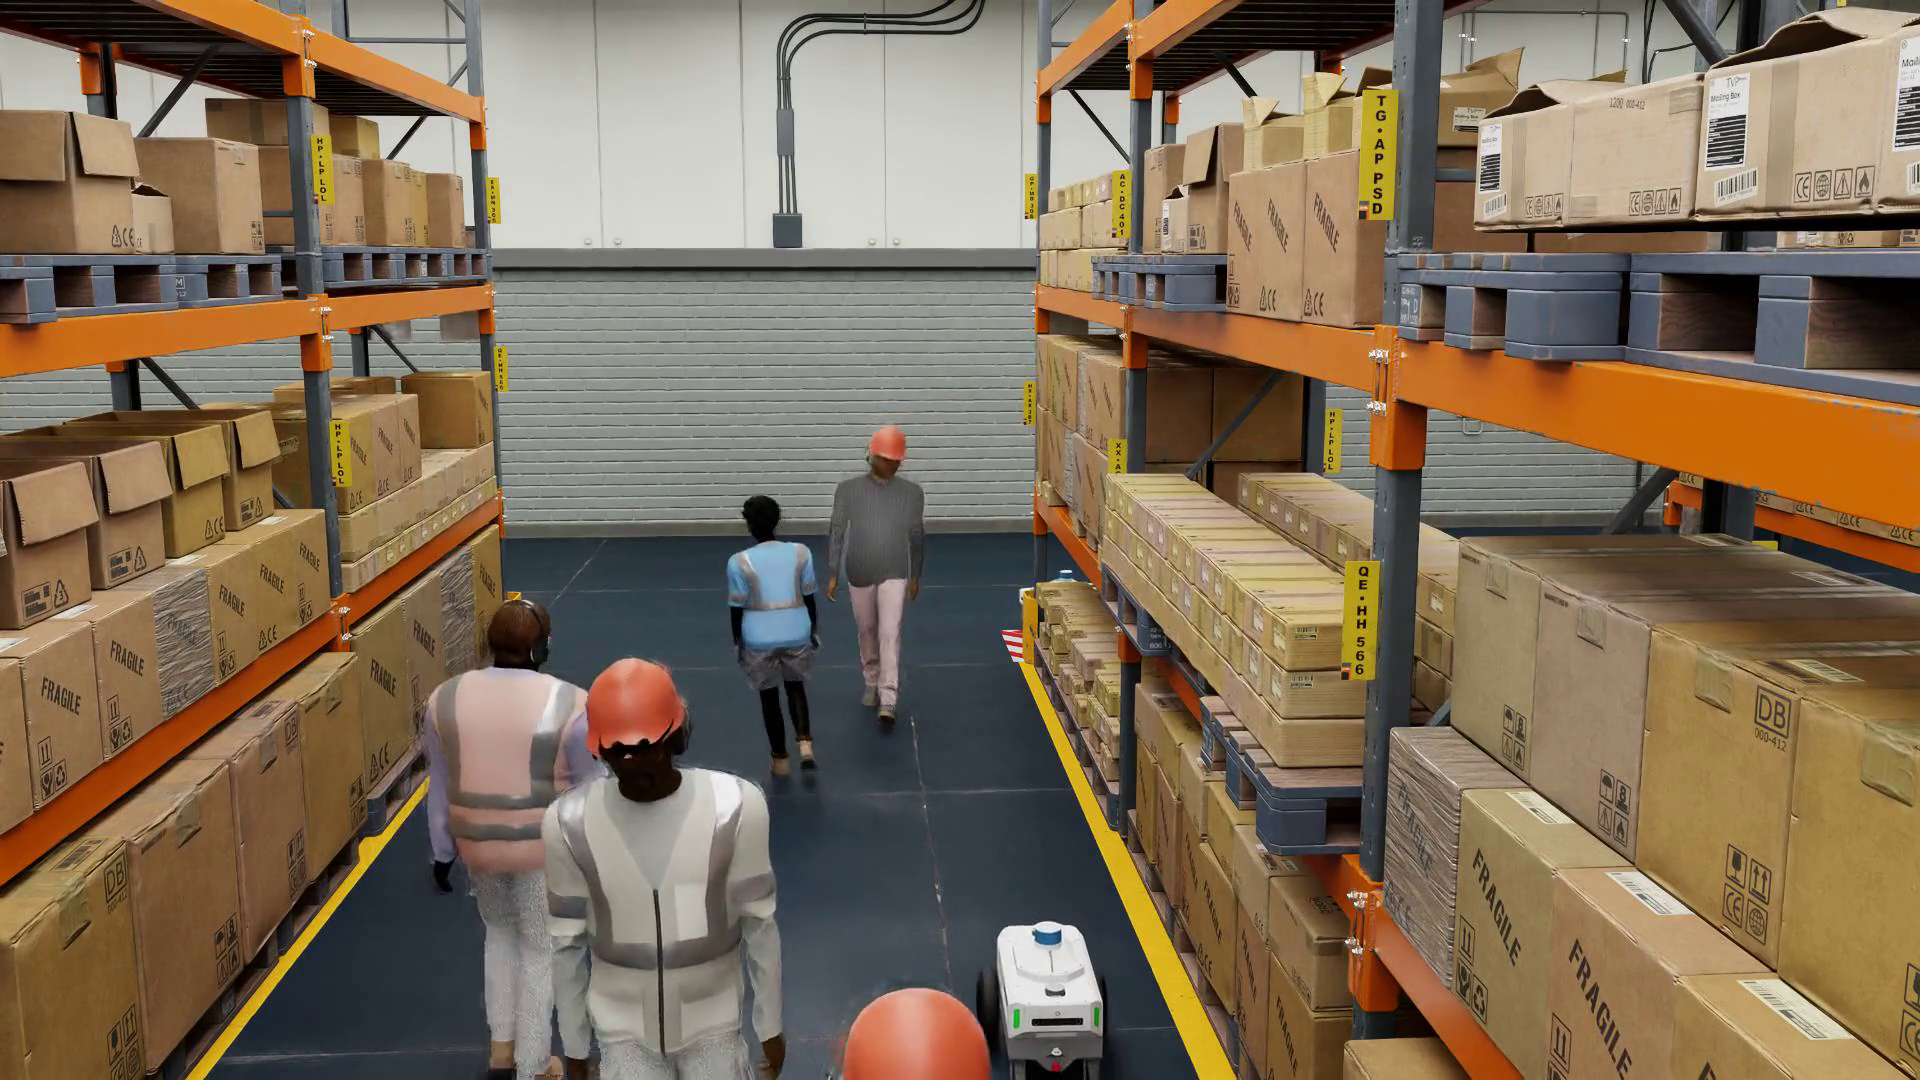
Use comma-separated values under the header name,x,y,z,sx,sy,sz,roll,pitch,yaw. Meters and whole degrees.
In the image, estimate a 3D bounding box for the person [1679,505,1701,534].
name,x,y,z,sx,sy,sz,roll,pitch,yaw
person,6.394,-0.295,13.995,0.957,1.921,0.618,5,11,29

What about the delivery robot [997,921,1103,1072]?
name,x,y,z,sx,sy,sz,roll,pitch,yaw
delivery robot,0.327,1.670,6.206,0.477,0.478,0.707,0,10,-3

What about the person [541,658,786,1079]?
name,x,y,z,sx,sy,sz,roll,pitch,yaw
person,-0.791,1.274,4.508,0.631,2.018,0.582,-1,10,-6

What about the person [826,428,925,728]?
name,x,y,z,sx,sy,sz,roll,pitch,yaw
person,-0.546,0.230,10.920,0.629,1.928,1.079,0,10,0

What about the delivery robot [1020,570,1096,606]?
name,x,y,z,sx,sy,sz,roll,pitch,yaw
delivery robot,0.838,0.483,13.191,0.707,0.478,0.477,-4,10,-21

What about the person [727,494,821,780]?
name,x,y,z,sx,sy,sz,roll,pitch,yaw
person,-1.078,0.570,9.626,0.551,1.676,0.354,-4,10,-23

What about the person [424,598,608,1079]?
name,x,y,z,sx,sy,sz,roll,pitch,yaw
person,-1.572,1.109,6.061,0.655,1.820,0.560,1,10,8

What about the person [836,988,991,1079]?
name,x,y,z,sx,sy,sz,roll,pitch,yaw
person,-0.112,1.610,2.689,0.617,1.974,0.848,-1,10,-9
